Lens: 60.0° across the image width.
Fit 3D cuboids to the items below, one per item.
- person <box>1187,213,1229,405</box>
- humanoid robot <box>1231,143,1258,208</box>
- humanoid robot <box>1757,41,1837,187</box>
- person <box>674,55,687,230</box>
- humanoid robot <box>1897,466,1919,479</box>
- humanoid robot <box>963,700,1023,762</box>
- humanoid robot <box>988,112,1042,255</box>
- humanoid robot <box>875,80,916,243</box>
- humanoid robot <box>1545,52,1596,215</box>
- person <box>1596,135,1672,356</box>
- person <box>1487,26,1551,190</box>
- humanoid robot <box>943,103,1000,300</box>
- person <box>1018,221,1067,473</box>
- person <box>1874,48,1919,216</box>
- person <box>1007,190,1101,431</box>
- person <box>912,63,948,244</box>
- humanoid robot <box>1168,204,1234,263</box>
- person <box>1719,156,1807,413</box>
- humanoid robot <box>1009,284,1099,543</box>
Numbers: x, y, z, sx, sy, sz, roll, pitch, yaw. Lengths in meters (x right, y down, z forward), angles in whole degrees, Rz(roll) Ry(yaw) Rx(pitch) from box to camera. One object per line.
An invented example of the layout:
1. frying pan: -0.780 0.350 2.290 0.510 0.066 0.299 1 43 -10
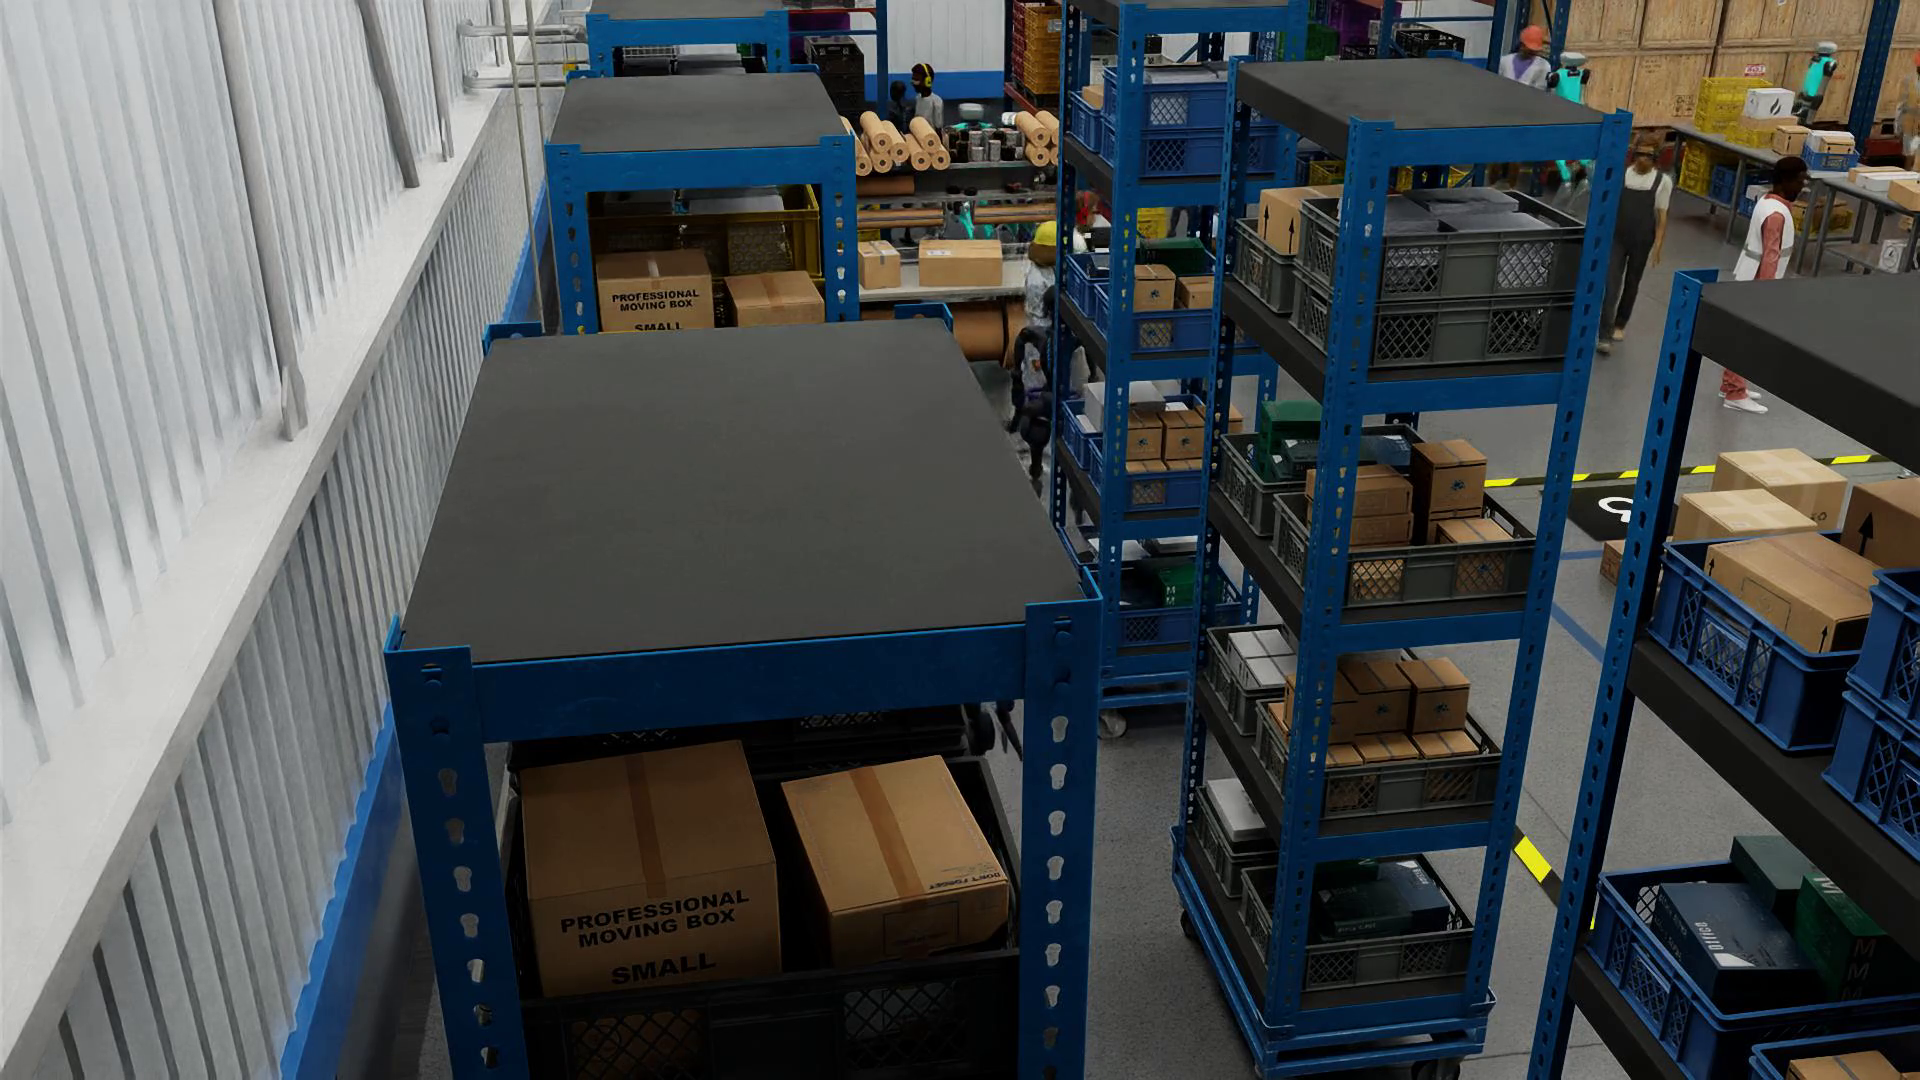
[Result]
1. person: 1.638 -1.279 11.182 0.359 1.851 0.596 -5 25 -11
2. humanoid robot: 3.310 -4.441 18.358 0.799 1.646 0.586 -7 26 -15
3. humanoid robot: 9.429 -4.781 18.944 1.020 1.731 0.531 3 25 7
4. person: -2.871 -4.140 17.402 0.503 1.857 0.341 15 28 29
5. humanoid robot: 6.431 -1.142 10.866 0.735 1.674 0.533 -11 27 -22
6. humanoid robot: -0.045 0.743 7.004 0.601 1.647 0.416 -5 25 -10
7. humanoid robot: 0.560 -3.063 15.039 0.533 1.677 0.735 10 27 21
8. humanoid robot: -0.635 -3.863 16.999 0.609 1.649 0.388 -13 28 -26
9. humanoid robot: 6.590 -4.270 17.829 0.551 1.793 0.793 -10 27 -21
10. person: 5.547 -2.444 13.774 0.516 1.795 0.974 11 27 23
11. person: 6.118 -4.652 18.354 0.615 2.003 0.516 19 31 35
12. humanoid robot: 0.170 -2.988 15.083 0.532 1.825 0.759 -6 25 -13
13. person: 0.592 -1.334 11.434 0.322 1.740 0.491 7 26 15
14. person: 10.456 -4.496 18.204 1.126 1.823 0.555 -14 28 -28
15. person: 0.819 -1.634 12.035 0.996 1.778 0.582 -1 25 -3
16. person: -0.314 -3.870 16.819 0.335 1.857 0.504 -13 28 -25
17. humanoid robot: 1.908 -2.195 13.444 0.612 1.624 0.760 12 27 24
18. person: 6.031 -1.928 12.520 0.393 1.917 0.592 7 26 16
19. humanoid robot: 0.582 -0.768 10.287 0.604 1.635 0.347 8 26 17
